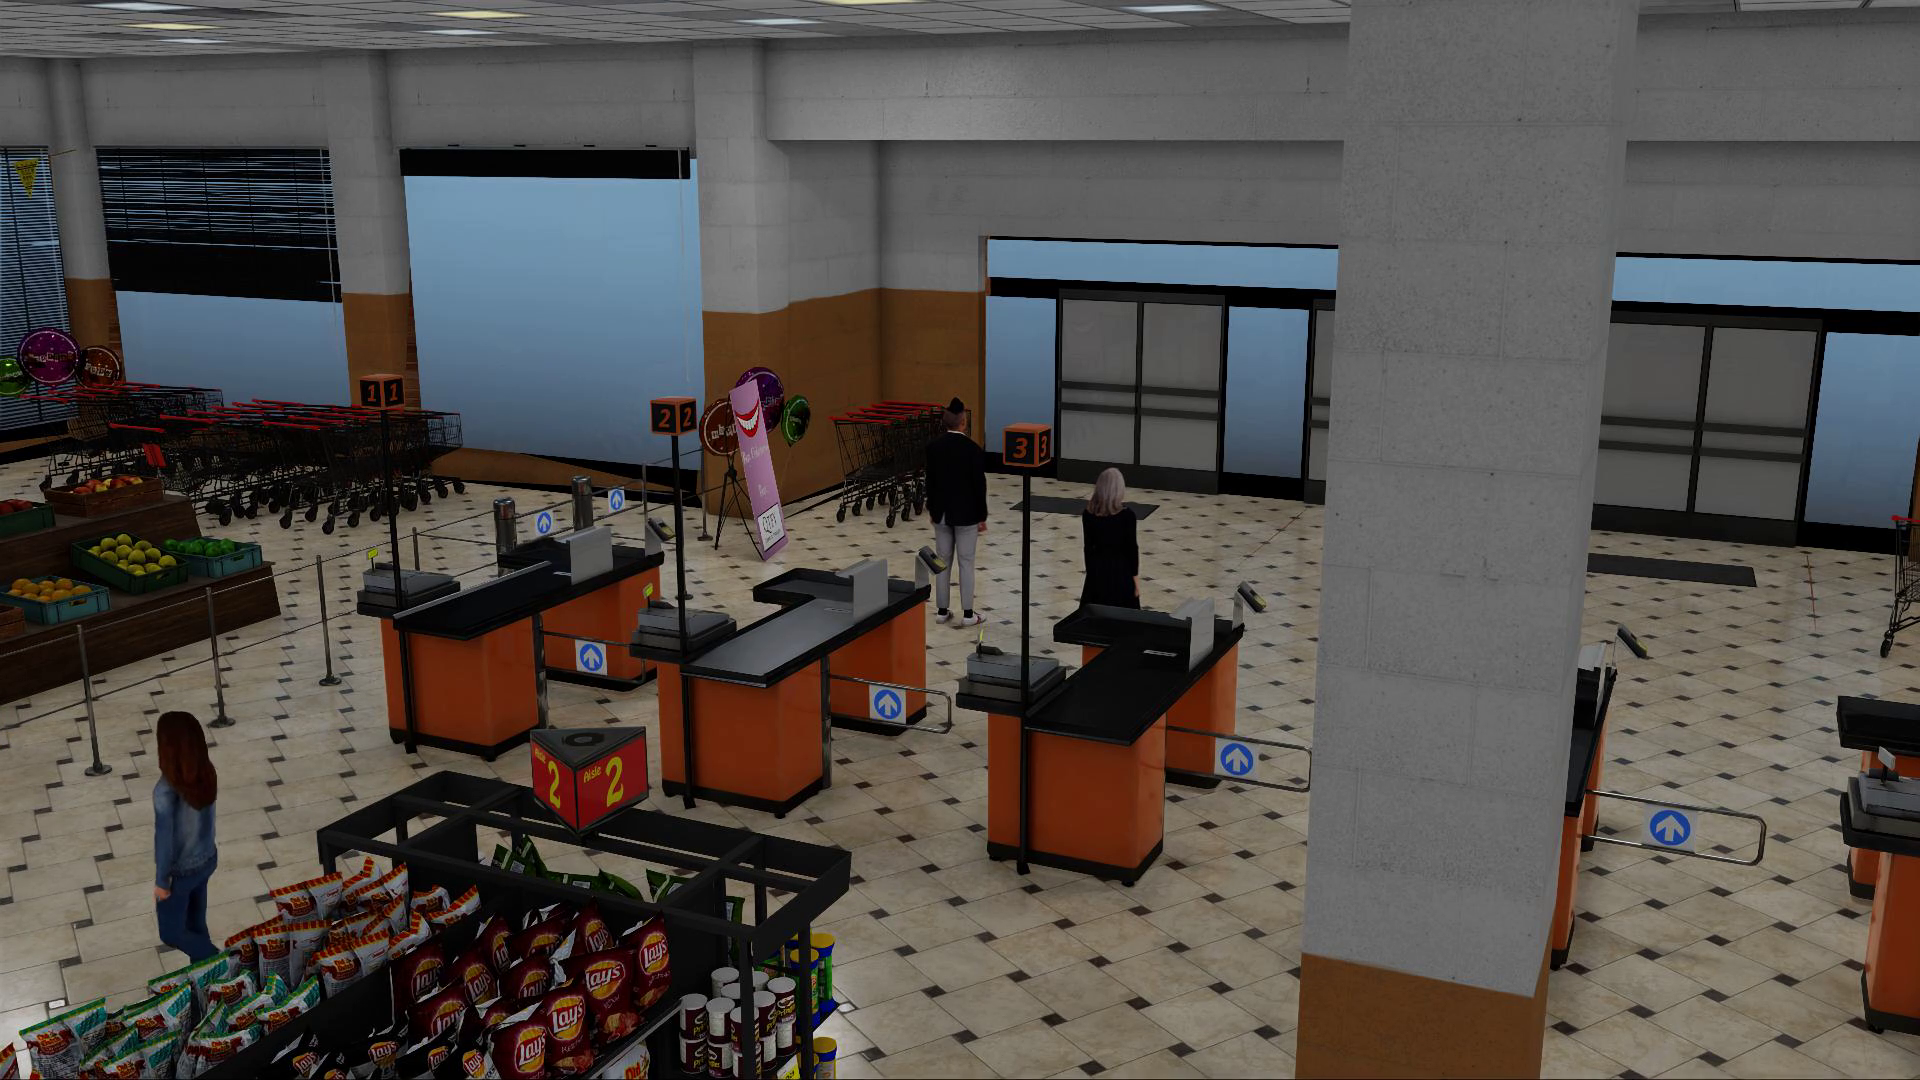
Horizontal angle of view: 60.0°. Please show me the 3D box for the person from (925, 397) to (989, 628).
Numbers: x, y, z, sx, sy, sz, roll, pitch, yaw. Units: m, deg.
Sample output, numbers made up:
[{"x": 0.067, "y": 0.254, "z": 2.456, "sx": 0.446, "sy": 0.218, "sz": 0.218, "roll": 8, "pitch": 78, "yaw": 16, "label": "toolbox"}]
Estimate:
[{"x": -0.038, "y": -0.248, "z": 13.988, "sx": 0.693, "sy": 1.948, "sz": 0.569, "roll": 7, "pitch": 15, "yaw": 25, "label": "person"}]

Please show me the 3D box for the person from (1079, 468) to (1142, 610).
[{"x": 1.089, "y": 0.330, "z": 12.033, "sx": 0.585, "sy": 1.747, "sz": 0.548, "roll": 7, "pitch": 15, "yaw": 25, "label": "person"}]

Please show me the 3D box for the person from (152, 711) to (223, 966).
[{"x": -3.539, "y": 1.515, "z": 7.733, "sx": 0.766, "sy": 1.470, "sz": 0.753, "roll": 2, "pitch": 14, "yaw": 6, "label": "person"}]
